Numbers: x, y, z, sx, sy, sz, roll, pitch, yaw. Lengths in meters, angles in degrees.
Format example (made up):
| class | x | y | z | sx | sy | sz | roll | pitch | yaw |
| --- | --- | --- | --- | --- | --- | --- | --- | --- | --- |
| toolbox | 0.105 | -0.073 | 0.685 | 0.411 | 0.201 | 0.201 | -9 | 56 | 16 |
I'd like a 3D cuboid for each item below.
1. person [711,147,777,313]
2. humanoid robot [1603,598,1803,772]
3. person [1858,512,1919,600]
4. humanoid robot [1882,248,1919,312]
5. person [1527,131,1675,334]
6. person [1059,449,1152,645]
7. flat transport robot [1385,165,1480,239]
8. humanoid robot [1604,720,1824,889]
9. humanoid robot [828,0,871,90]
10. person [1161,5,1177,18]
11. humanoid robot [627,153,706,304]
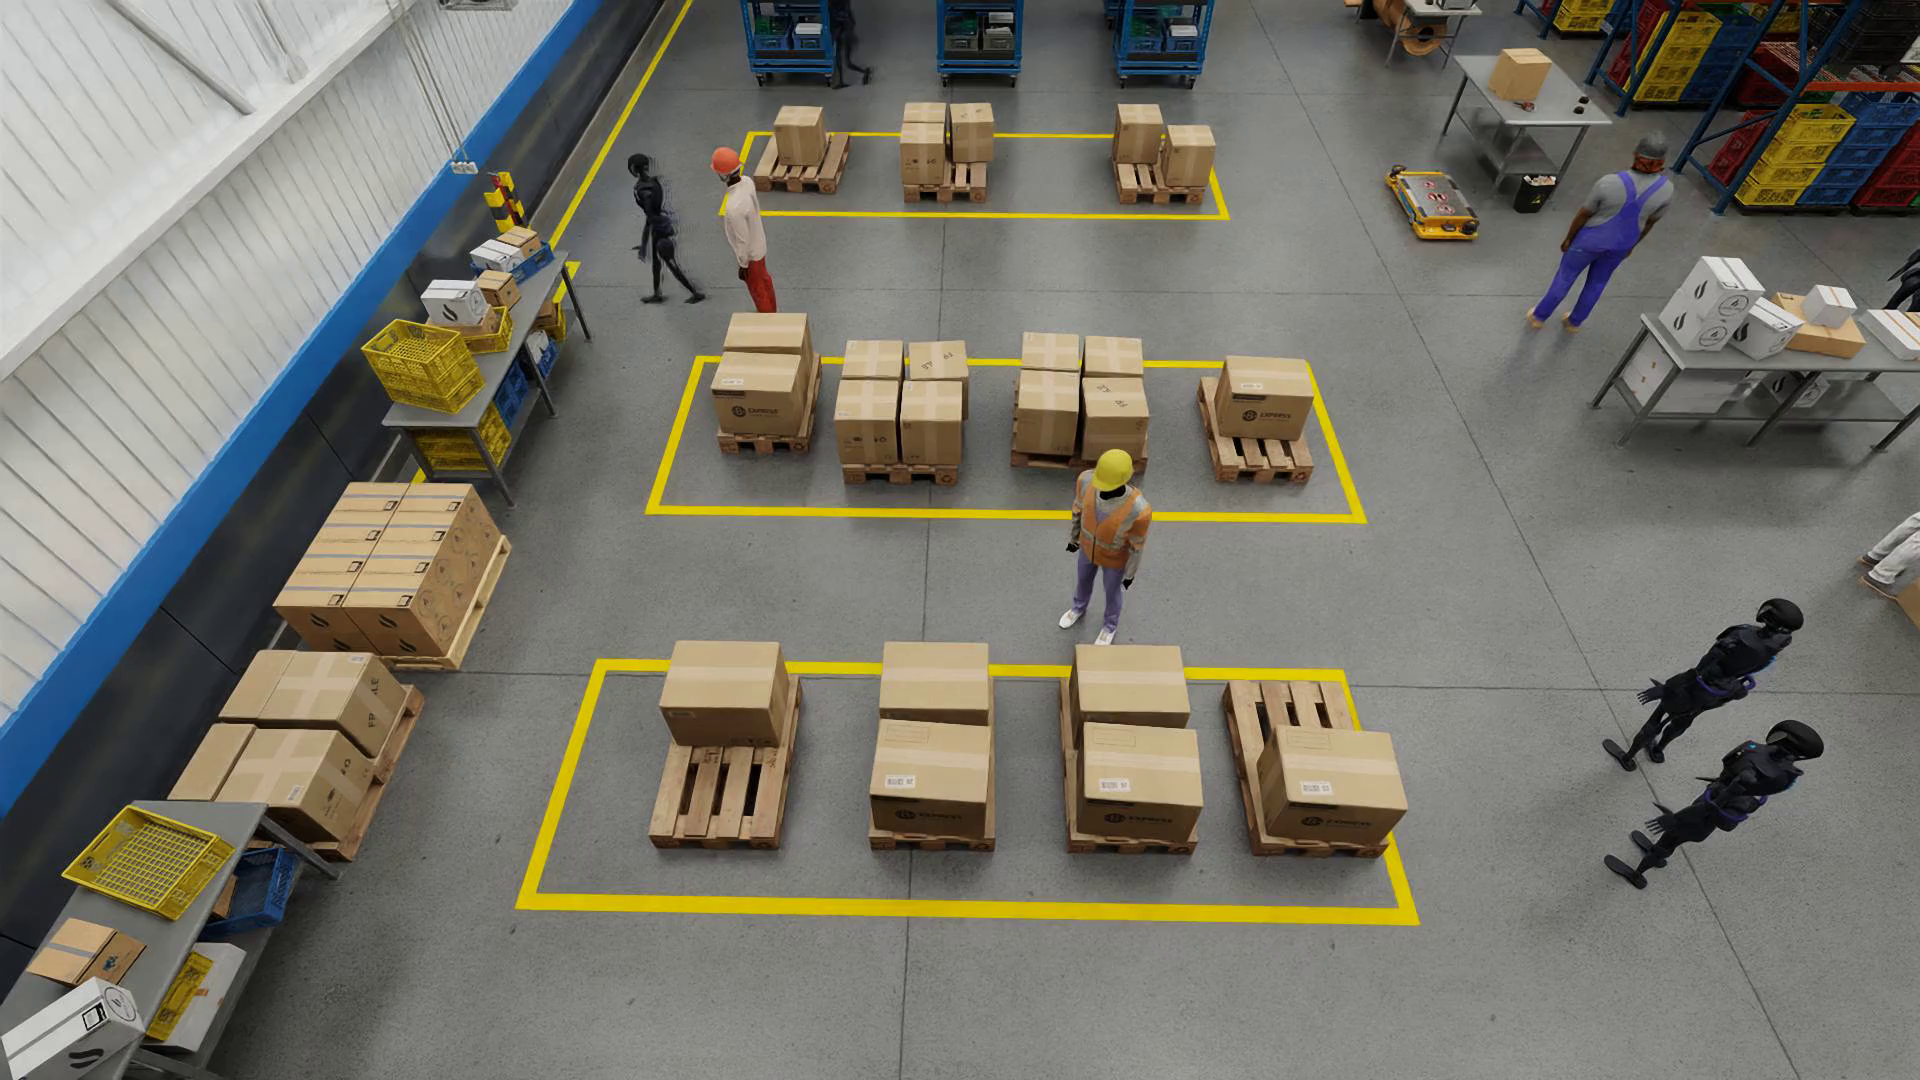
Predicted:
| class | x | y | z | sx | sy | sz | roll | pitch | yaw |
| --- | --- | --- | --- | --- | --- | --- | --- | --- | --- |
| person | -2.046 | -2.792 | 8.812 | 0.388 | 1.991 | 0.610 | 2 | 49 | 2 |
| humanoid robot | 4.690 | 0.923 | 5.793 | 0.616 | 1.657 | 0.311 | -9 | 50 | -8 |
| person | 7.453 | -0.313 | 6.736 | 0.338 | 1.882 | 0.580 | 28 | 55 | 22 |
| humanoid robot | 9.233 | -2.482 | 8.741 | 0.308 | 1.657 | 0.612 | 2 | 49 | 2 |
| person | 6.256 | -2.963 | 8.928 | 0.680 | 2.000 | 0.536 | 11 | 50 | 9 |
| person | 0.988 | 0.077 | 6.380 | 0.581 | 1.918 | 0.403 | 34 | 57 | 26 |
| flat transport robot | 5.692 | -4.094 | 11.059 | 0.652 | 0.197 | 1.431 | 1 | 49 | 1 |
| humanoid robot | 4.312 | 1.515 | 5.280 | 0.601 | 1.658 | 0.324 | -24 | 53 | -20 |
| humanoid robot | -1.610 | -7.197 | 12.831 | 0.493 | 1.640 | 0.595 | -28 | 55 | -22 |
| person | 3.193 | -8.546 | 13.939 | 0.324 | 1.766 | 0.532 | 30 | 56 | 24 |
| humanoid robot | -3.072 | -3.102 | 9.311 | 0.672 | 1.648 | 0.572 | -17 | 51 | -15 |
